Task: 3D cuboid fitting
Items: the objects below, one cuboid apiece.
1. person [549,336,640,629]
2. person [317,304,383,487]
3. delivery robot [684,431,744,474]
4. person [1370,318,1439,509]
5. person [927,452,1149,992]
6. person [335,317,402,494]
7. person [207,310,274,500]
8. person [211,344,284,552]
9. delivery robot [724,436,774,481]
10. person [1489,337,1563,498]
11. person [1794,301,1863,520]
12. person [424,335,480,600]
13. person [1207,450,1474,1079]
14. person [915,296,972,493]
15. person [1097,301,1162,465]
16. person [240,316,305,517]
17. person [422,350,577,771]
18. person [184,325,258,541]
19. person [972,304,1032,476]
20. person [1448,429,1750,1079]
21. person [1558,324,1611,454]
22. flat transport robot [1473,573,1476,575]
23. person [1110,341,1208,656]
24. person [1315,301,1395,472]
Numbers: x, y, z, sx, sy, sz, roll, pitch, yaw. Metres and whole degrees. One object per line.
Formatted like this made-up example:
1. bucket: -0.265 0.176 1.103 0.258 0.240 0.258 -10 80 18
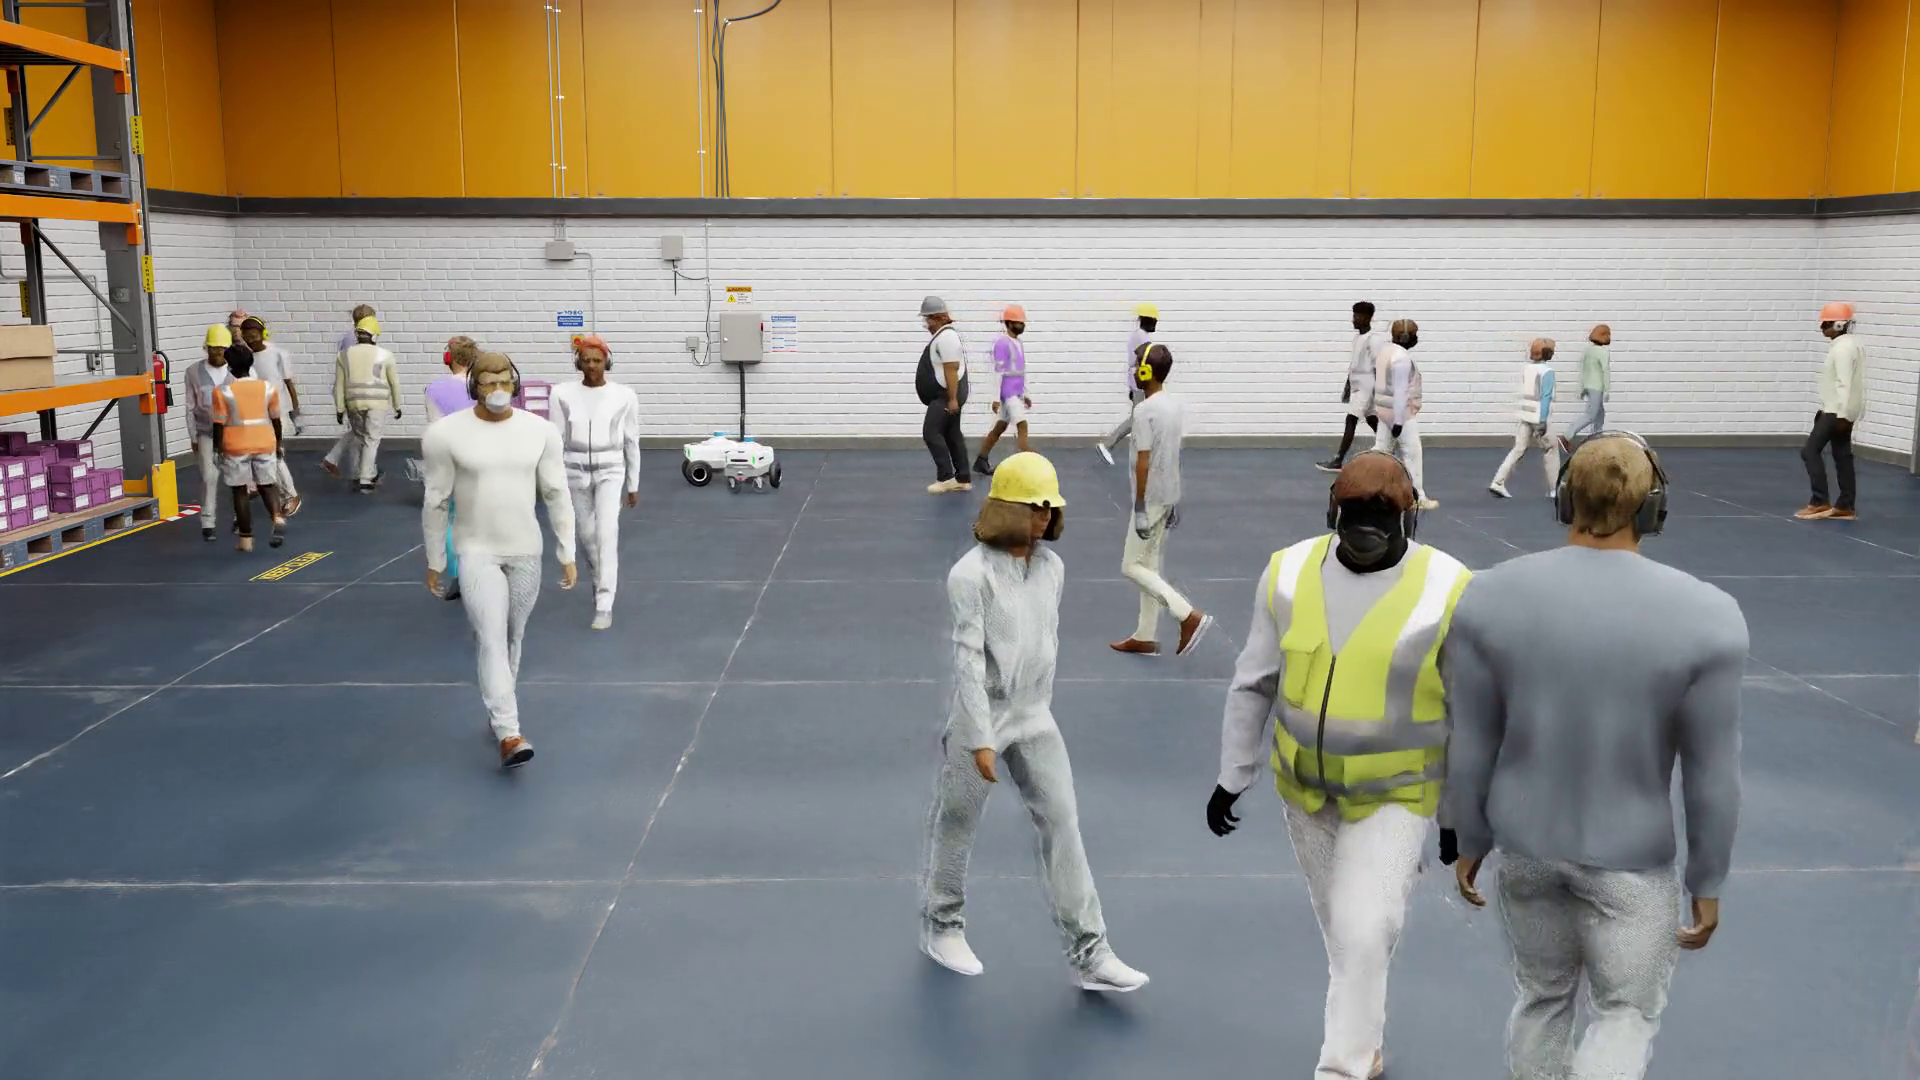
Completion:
1. person: -2.364 -0.405 10.818 0.571 1.855 0.929 0 9 -3
2. person: -6.319 -1.487 17.250 0.605 1.916 0.646 -3 10 -15
3. delivery robot: -2.543 -0.909 17.542 0.707 0.478 0.477 -2 9 -14
4. person: 4.062 -1.187 15.704 0.884 1.815 0.620 -1 9 -5
5. person: 0.196 0.587 5.155 0.504 1.705 0.869 -8 12 -39
6. person: -6.022 -1.379 16.983 0.598 1.778 0.911 0 9 1
7. person: -6.943 -1.260 15.958 0.787 1.857 0.895 0 9 -1
8. person: -5.625 -0.718 13.228 0.555 1.674 0.496 -8 12 -42
9. delivery robot: -2.156 -0.823 17.014 0.477 0.478 0.707 2 9 10
10. person: 5.639 -1.195 16.379 0.837 1.603 0.526 -2 9 -10
11. person: 7.843 -1.155 15.014 0.645 1.972 0.641 6 11 32
12. person: -3.331 -0.461 11.223 0.571 1.820 0.452 -7 12 -38
13. person: 0.959 0.675 4.283 0.634 1.802 0.876 8 12 41
14. person: -0.148 -1.490 16.847 0.614 2.000 0.694 -1 9 -4
15. person: 2.030 -1.799 19.186 0.869 1.902 0.603 -1 9 -4
16. person: -6.277 -1.109 15.128 0.553 1.835 0.474 2 10 14
17. person: -2.072 0.088 7.620 0.660 1.889 0.990 -5 11 -30
18. person: -6.212 -0.912 14.066 0.607 1.810 0.526 -3 10 -19
19. person: 0.542 -1.607 18.046 0.983 1.892 0.560 4 10 22
20. person: 1.378 0.714 3.725 0.632 1.920 0.700 6 11 33
21. person: 7.678 -1.828 20.263 0.750 1.605 0.507 -1 9 -6
22. flat transport robot: 3.716 0.354 10.954 1.431 0.197 0.652 -1 9 -4
23. person: 1.166 -0.216 9.619 0.602 1.855 0.516 7 12 36
24. person: 4.518 -1.715 18.620 0.997 1.917 0.616 -1 9 -5
